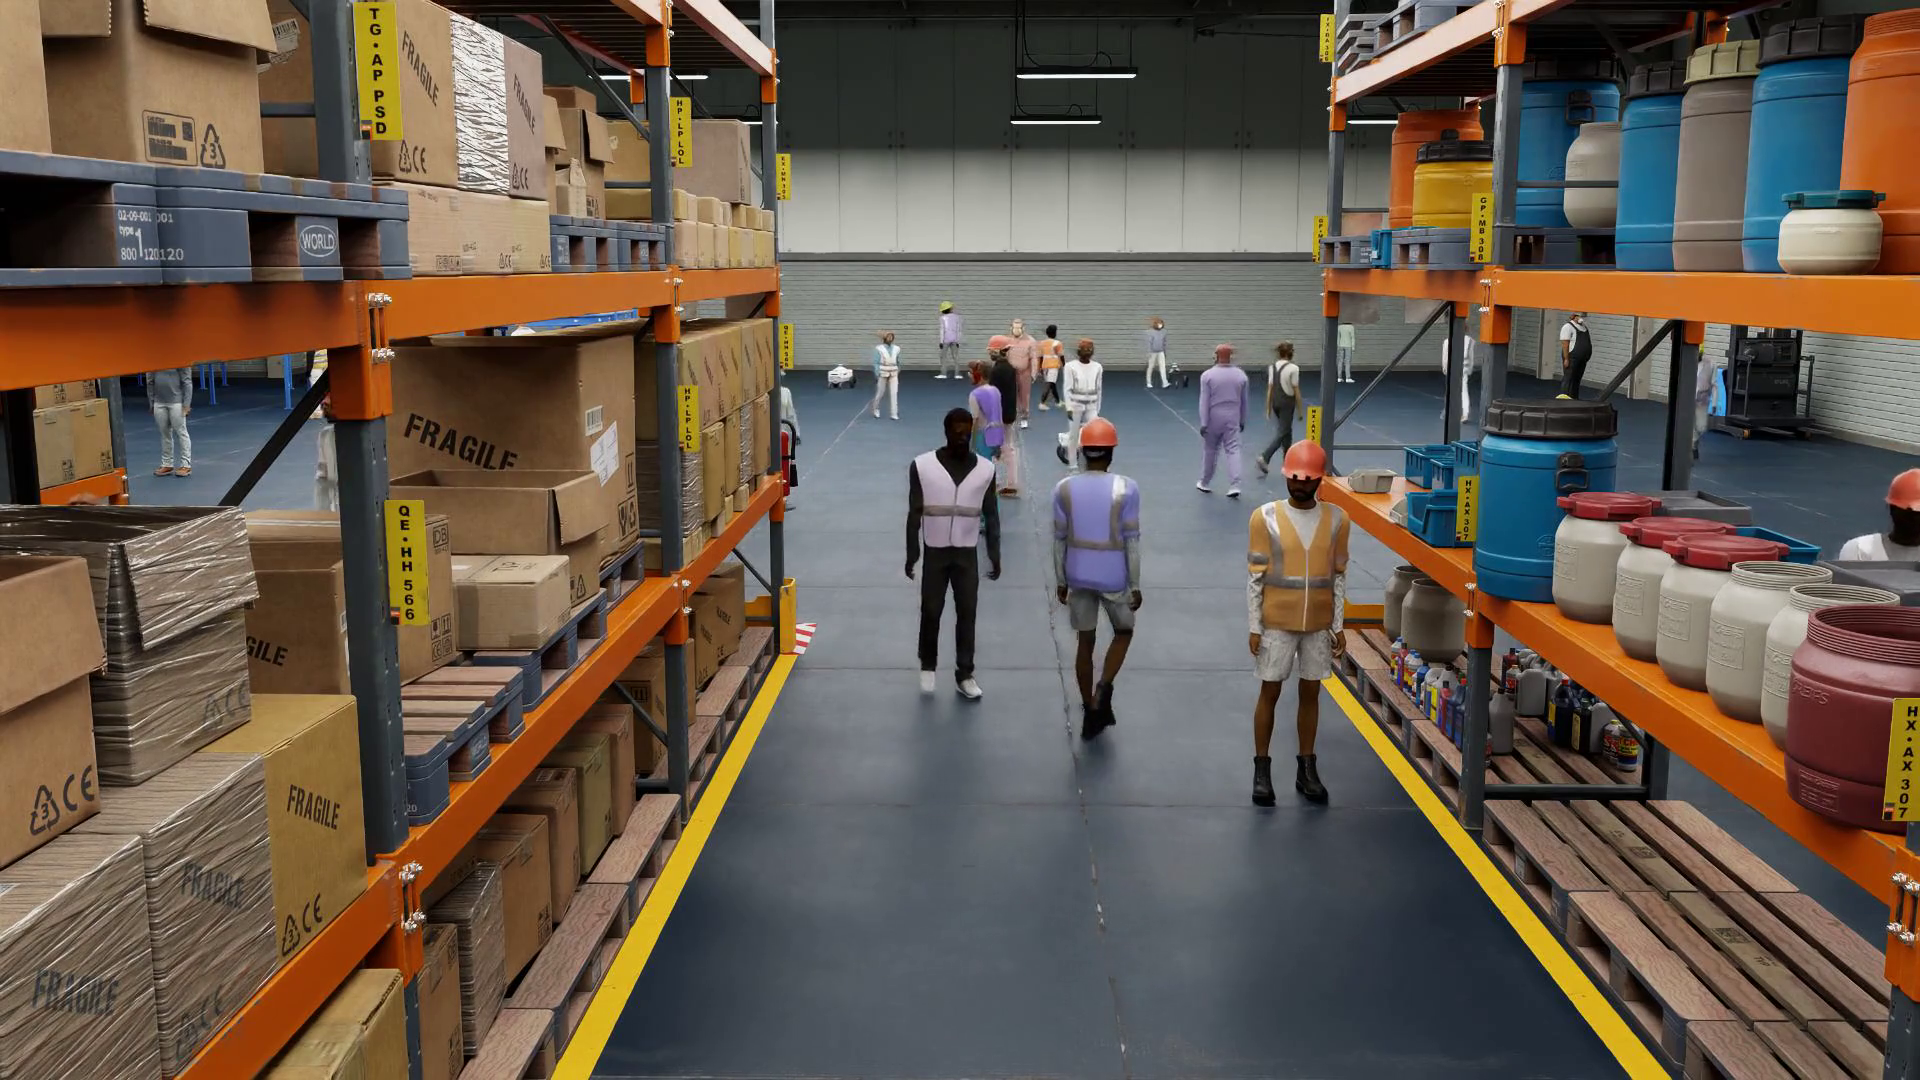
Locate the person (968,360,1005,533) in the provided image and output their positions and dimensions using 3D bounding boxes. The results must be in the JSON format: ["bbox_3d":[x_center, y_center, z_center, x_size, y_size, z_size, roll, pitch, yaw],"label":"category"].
[{"bbox_3d":[0.198,-0.986,17.586,0.540,1.825,0.597,4,10,25],"label":"person"}]

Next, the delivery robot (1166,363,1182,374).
[{"bbox_3d":[4.942,-3.956,38.245,0.335,0.223,0.699,4,10,22],"label":"delivery robot"}]

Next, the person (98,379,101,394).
[{"bbox_3d":[-16.475,-3.395,31.934,0.319,1.861,0.502,2,10,9],"label":"person"}]

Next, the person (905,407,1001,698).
[{"bbox_3d":[-0.044,0.076,10.984,0.645,1.910,0.473,-3,10,-15],"label":"person"}]

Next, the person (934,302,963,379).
[{"bbox_3d":[-0.252,-4.900,40.909,0.717,1.888,0.472,-7,12,-35],"label":"person"}]

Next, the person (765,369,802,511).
[{"bbox_3d":[-2.048,-1.187,19.082,0.816,1.737,0.527,8,12,38],"label":"person"}]

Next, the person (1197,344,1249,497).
[{"bbox_3d":[3.224,-1.468,20.411,0.661,1.854,1.017,-2,10,-12],"label":"person"}]

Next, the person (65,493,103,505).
[{"bbox_3d":[-4.645,0.554,8.949,0.544,1.622,0.398,-3,10,-16],"label":"person"}]

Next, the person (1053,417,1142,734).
[{"bbox_3d":[0.840,0.219,10.077,0.582,1.921,0.404,4,10,23],"label":"person"}]

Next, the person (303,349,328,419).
[{"bbox_3d":[-11.848,-3.167,30.612,0.429,1.844,0.626,2,10,10],"label":"person"}]

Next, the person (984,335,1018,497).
[{"bbox_3d":[0.420,-1.511,20.300,0.693,1.968,0.652,4,10,24],"label":"person"}]

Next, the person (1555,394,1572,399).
[{"bbox_3d":[4.963,-0.328,13.827,0.524,1.770,0.315,2,10,13],"label":"person"}]

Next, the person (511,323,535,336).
[{"bbox_3d":[-8.047,-3.195,30.587,0.405,1.906,0.653,5,11,27],"label":"person"}]

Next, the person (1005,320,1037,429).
[{"bbox_3d":[0.996,-2.814,28.451,0.664,1.860,0.998,1,10,8],"label":"person"}]

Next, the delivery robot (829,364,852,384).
[{"bbox_3d":[-2.720,-3.761,37.862,0.477,0.478,0.707,3,10,19],"label":"delivery robot"}]

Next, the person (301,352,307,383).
[{"bbox_3d":[-15.550,-4.706,39.549,0.377,1.932,0.552,0,9,1],"label":"person"}]

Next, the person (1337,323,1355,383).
[{"bbox_3d":[9.221,-4.581,39.704,0.285,1.633,0.500,-8,13,-41],"label":"person"}]

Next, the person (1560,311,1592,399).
[{"bbox_3d":[11.942,-3.504,32.162,0.674,2.000,0.535,-7,12,-37],"label":"person"}]

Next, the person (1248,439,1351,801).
[{"bbox_3d":[1.794,0.428,8.802,0.547,1.934,0.376,-1,10,-5],"label":"person"}]

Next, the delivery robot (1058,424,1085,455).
[{"bbox_3d":[1.775,-1.424,23.849,0.707,0.478,0.477,0,9,-2],"label":"delivery robot"}]

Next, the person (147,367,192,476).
[{"bbox_3d":[-10.576,-1.820,22.269,0.633,1.933,0.355,2,10,12],"label":"person"}]

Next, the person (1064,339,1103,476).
[{"bbox_3d":[1.657,-1.714,21.922,0.585,1.840,0.849,-3,10,-17],"label":"person"}]

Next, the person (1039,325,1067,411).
[{"bbox_3d":[1.793,-3.332,32.191,0.851,1.647,0.537,-8,12,-39],"label":"person"}]

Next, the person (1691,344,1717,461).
[{"bbox_3d":[10.345,-1.962,23.473,0.613,1.811,0.478,3,10,15],"label":"person"}]

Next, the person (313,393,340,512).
[{"bbox_3d":[-4.528,-0.177,12.149,0.649,2.017,0.744,6,11,34],"label":"person"}]

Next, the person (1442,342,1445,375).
[{"bbox_3d":[9.762,-3.398,32.759,0.517,1.588,0.865,3,10,15],"label":"person"}]

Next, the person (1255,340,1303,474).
[{"bbox_3d":[4.331,-1.789,22.446,0.895,1.819,0.519,-6,11,-31],"label":"person"}]

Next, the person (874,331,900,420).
[{"bbox_3d":[-1.355,-3.027,30.467,0.528,1.617,0.751,-4,10,-23],"label":"person"}]

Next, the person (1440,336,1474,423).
[{"bbox_3d":[8.944,-3.027,29.832,0.586,1.837,1.007,-1,10,-6],"label":"person"}]

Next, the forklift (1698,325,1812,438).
[{"bbox_3d":[13.248,-3.165,27.620,1.129,2.768,1.873,0,9,1],"label":"forklift"}]

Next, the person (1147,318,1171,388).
[{"bbox_3d":[4.502,-4.245,37.820,0.542,1.586,0.858,-4,10,-21],"label":"person"}]

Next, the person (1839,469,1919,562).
[{"bbox_3d":[4.494,0.583,8.040,0.549,1.893,1.004,4,10,23],"label":"person"}]
